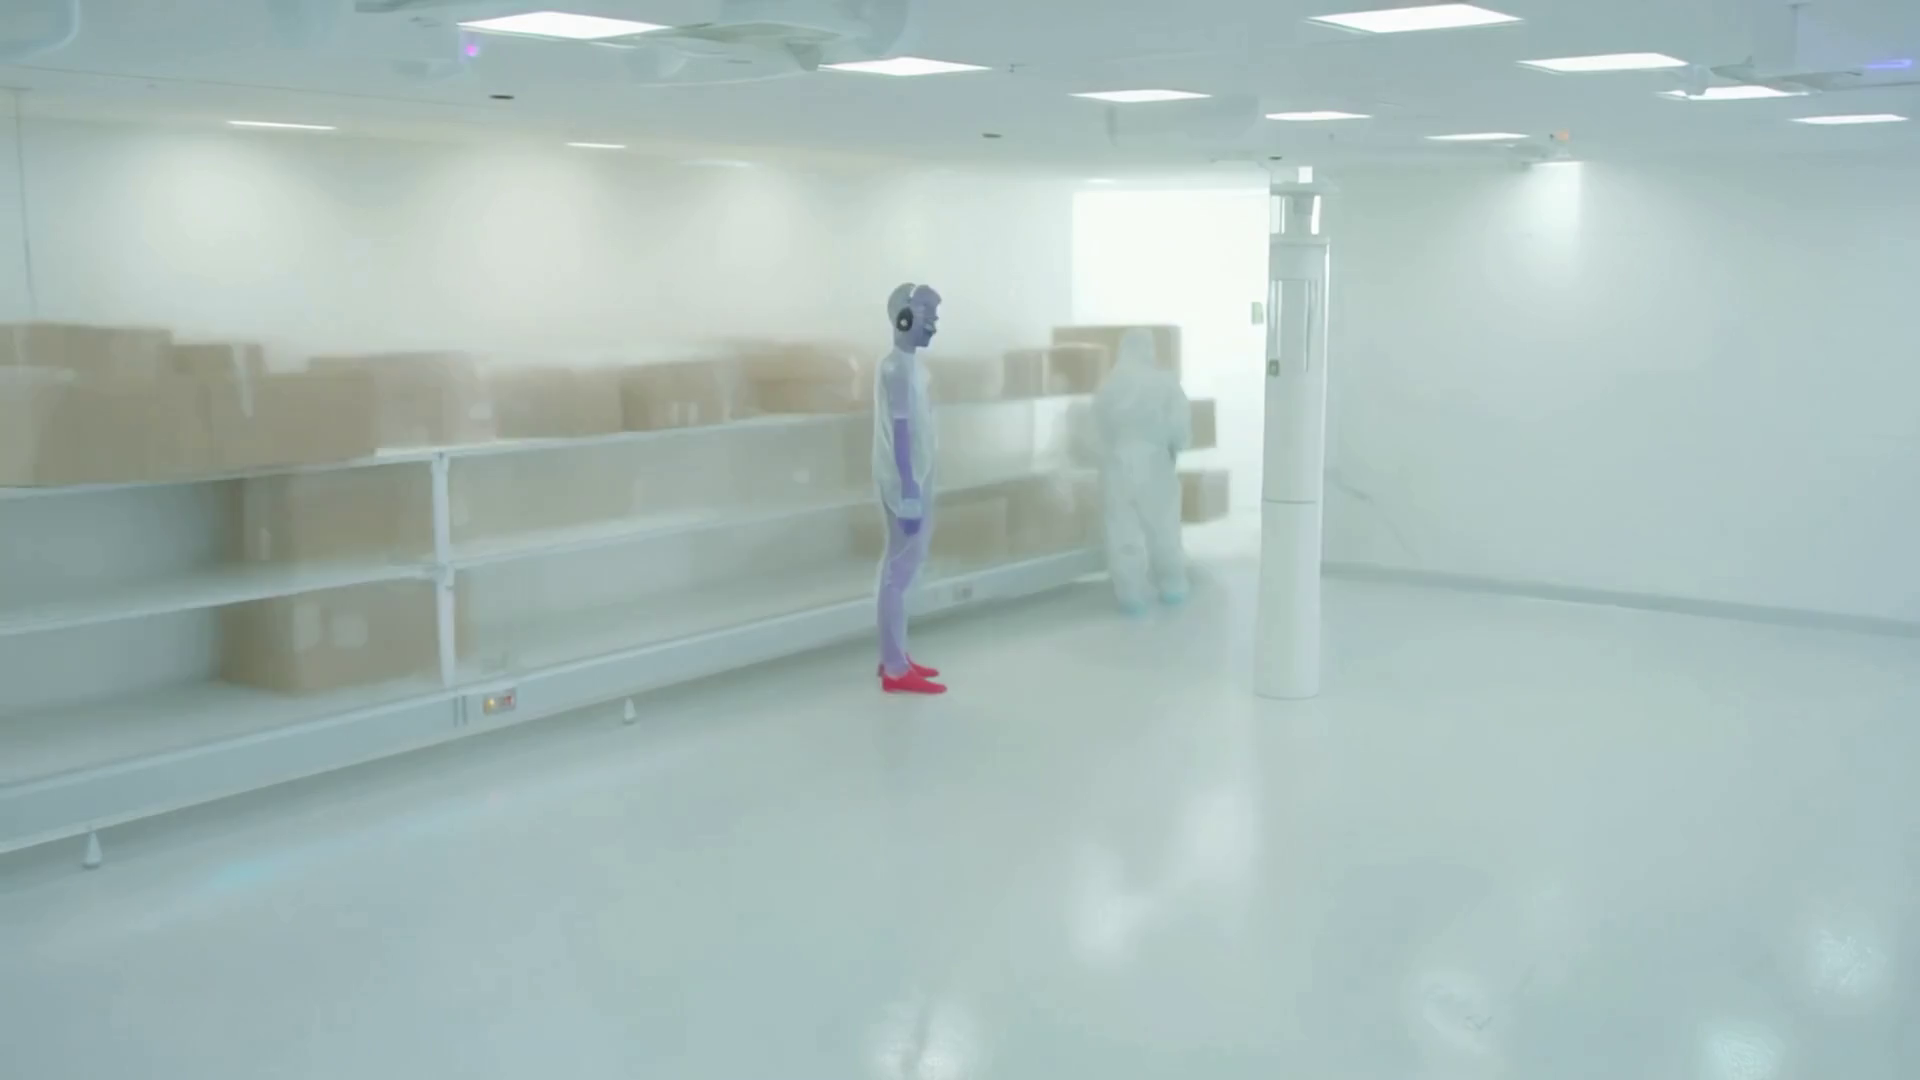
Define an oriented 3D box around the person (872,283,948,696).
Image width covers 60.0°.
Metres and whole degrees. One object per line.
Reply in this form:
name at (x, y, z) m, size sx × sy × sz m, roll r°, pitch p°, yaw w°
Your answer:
person at (-0.237, -0.228, 7.576) m, size 0.328 × 1.861 × 0.521 m, roll -1°, pitch 10°, yaw -6°
